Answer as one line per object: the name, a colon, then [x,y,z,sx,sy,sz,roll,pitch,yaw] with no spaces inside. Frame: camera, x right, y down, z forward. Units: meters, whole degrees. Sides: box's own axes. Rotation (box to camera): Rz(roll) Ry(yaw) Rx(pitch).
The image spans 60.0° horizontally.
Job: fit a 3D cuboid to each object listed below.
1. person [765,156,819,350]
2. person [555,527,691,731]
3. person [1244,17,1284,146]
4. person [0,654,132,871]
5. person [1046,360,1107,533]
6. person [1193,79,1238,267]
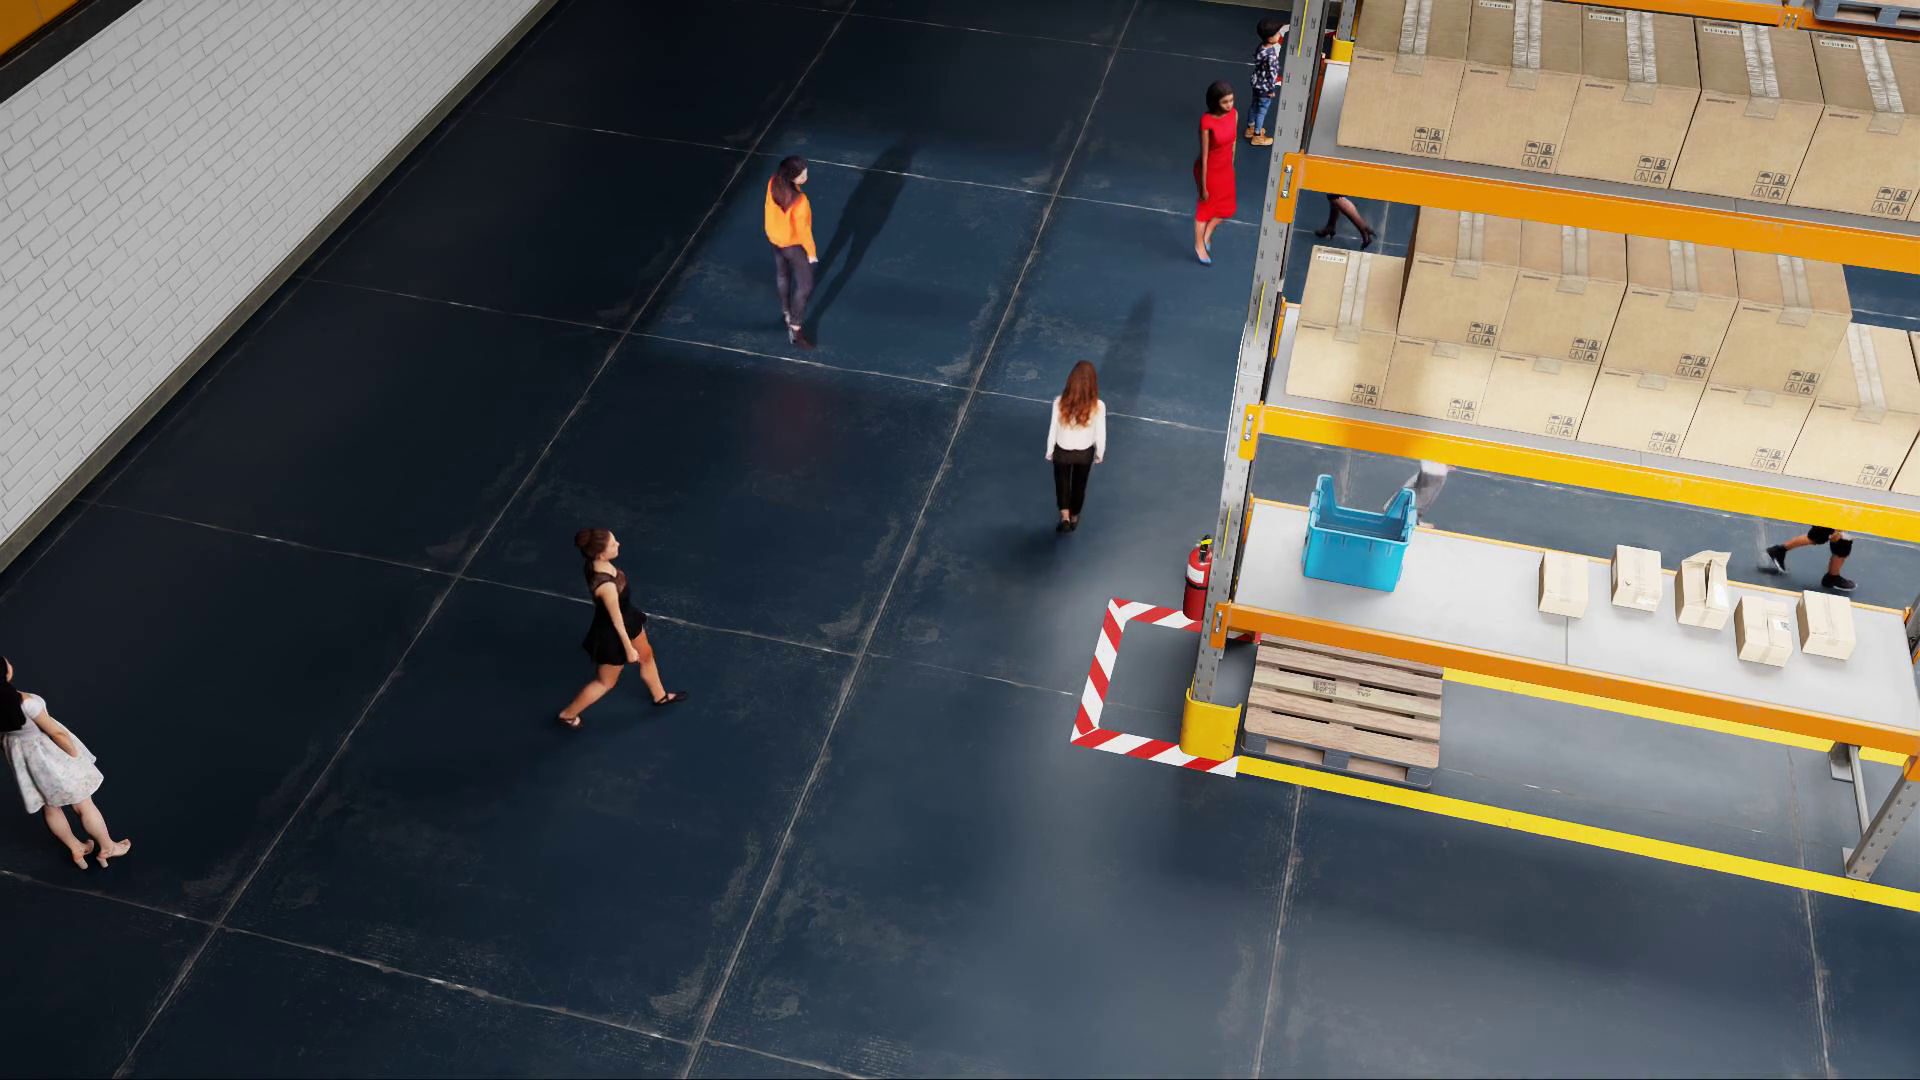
person: [-1.399,-2.386,13.352,0.760,1.717,0.887,25,49,24]
person: [-2.208,0.589,10.283,1.147,1.644,0.943,-12,45,-12]
person: [2.880,-4.356,15.759,0.596,1.250,0.570,-10,44,-10]
person: [-5.212,1.268,9.474,0.640,1.775,0.761,2,44,2]
person: [0.796,-0.582,11.634,0.631,1.475,0.676,4,44,4]
person: [2.097,-3.137,14.125,0.732,1.737,0.779,-29,51,-27]
